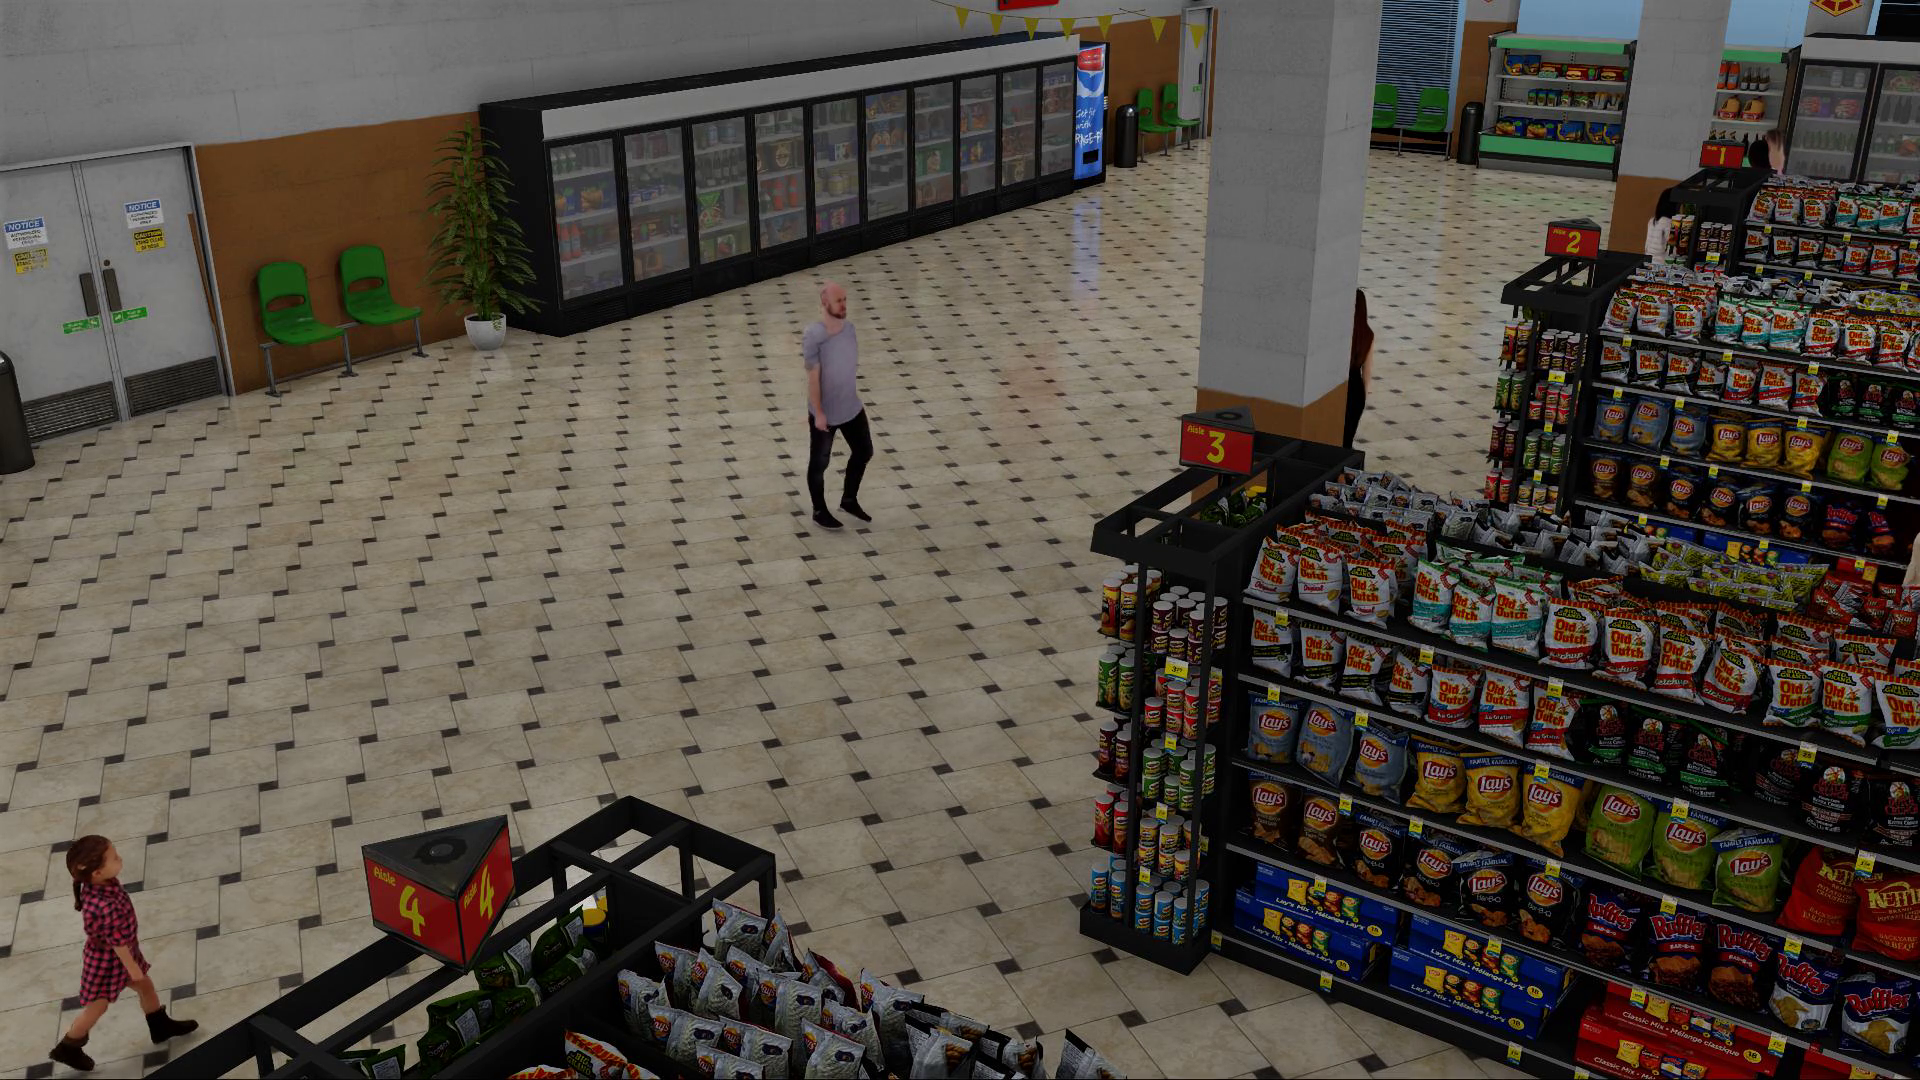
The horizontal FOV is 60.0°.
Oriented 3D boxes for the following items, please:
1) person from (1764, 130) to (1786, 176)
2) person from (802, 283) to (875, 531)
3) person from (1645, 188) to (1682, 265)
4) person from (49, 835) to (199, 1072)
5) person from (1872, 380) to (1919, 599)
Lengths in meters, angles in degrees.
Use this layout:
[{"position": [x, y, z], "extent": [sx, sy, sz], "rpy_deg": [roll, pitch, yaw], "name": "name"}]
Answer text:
[{"position": [9.524, -3.999, 19.716], "extent": [0.723, 1.680, 0.754], "rpy_deg": [-11, 25, -26], "name": "person"}, {"position": [-0.968, -0.967, 11.977], "extent": [0.724, 1.824, 0.698], "rpy_deg": [-20, 29, -41], "name": "person"}, {"position": [6.902, -2.660, 16.442], "extent": [0.752, 1.636, 0.696], "rpy_deg": [-3, 22, -8], "name": "person"}, {"position": [-3.407, 1.642, 6.570], "extent": [0.700, 1.015, 0.746], "rpy_deg": [-11, 24, -25], "name": "person"}, {"position": [5.788, -0.221, 10.208], "extent": [0.749, 1.758, 0.755], "rpy_deg": [5, 22, 11], "name": "person"}]
